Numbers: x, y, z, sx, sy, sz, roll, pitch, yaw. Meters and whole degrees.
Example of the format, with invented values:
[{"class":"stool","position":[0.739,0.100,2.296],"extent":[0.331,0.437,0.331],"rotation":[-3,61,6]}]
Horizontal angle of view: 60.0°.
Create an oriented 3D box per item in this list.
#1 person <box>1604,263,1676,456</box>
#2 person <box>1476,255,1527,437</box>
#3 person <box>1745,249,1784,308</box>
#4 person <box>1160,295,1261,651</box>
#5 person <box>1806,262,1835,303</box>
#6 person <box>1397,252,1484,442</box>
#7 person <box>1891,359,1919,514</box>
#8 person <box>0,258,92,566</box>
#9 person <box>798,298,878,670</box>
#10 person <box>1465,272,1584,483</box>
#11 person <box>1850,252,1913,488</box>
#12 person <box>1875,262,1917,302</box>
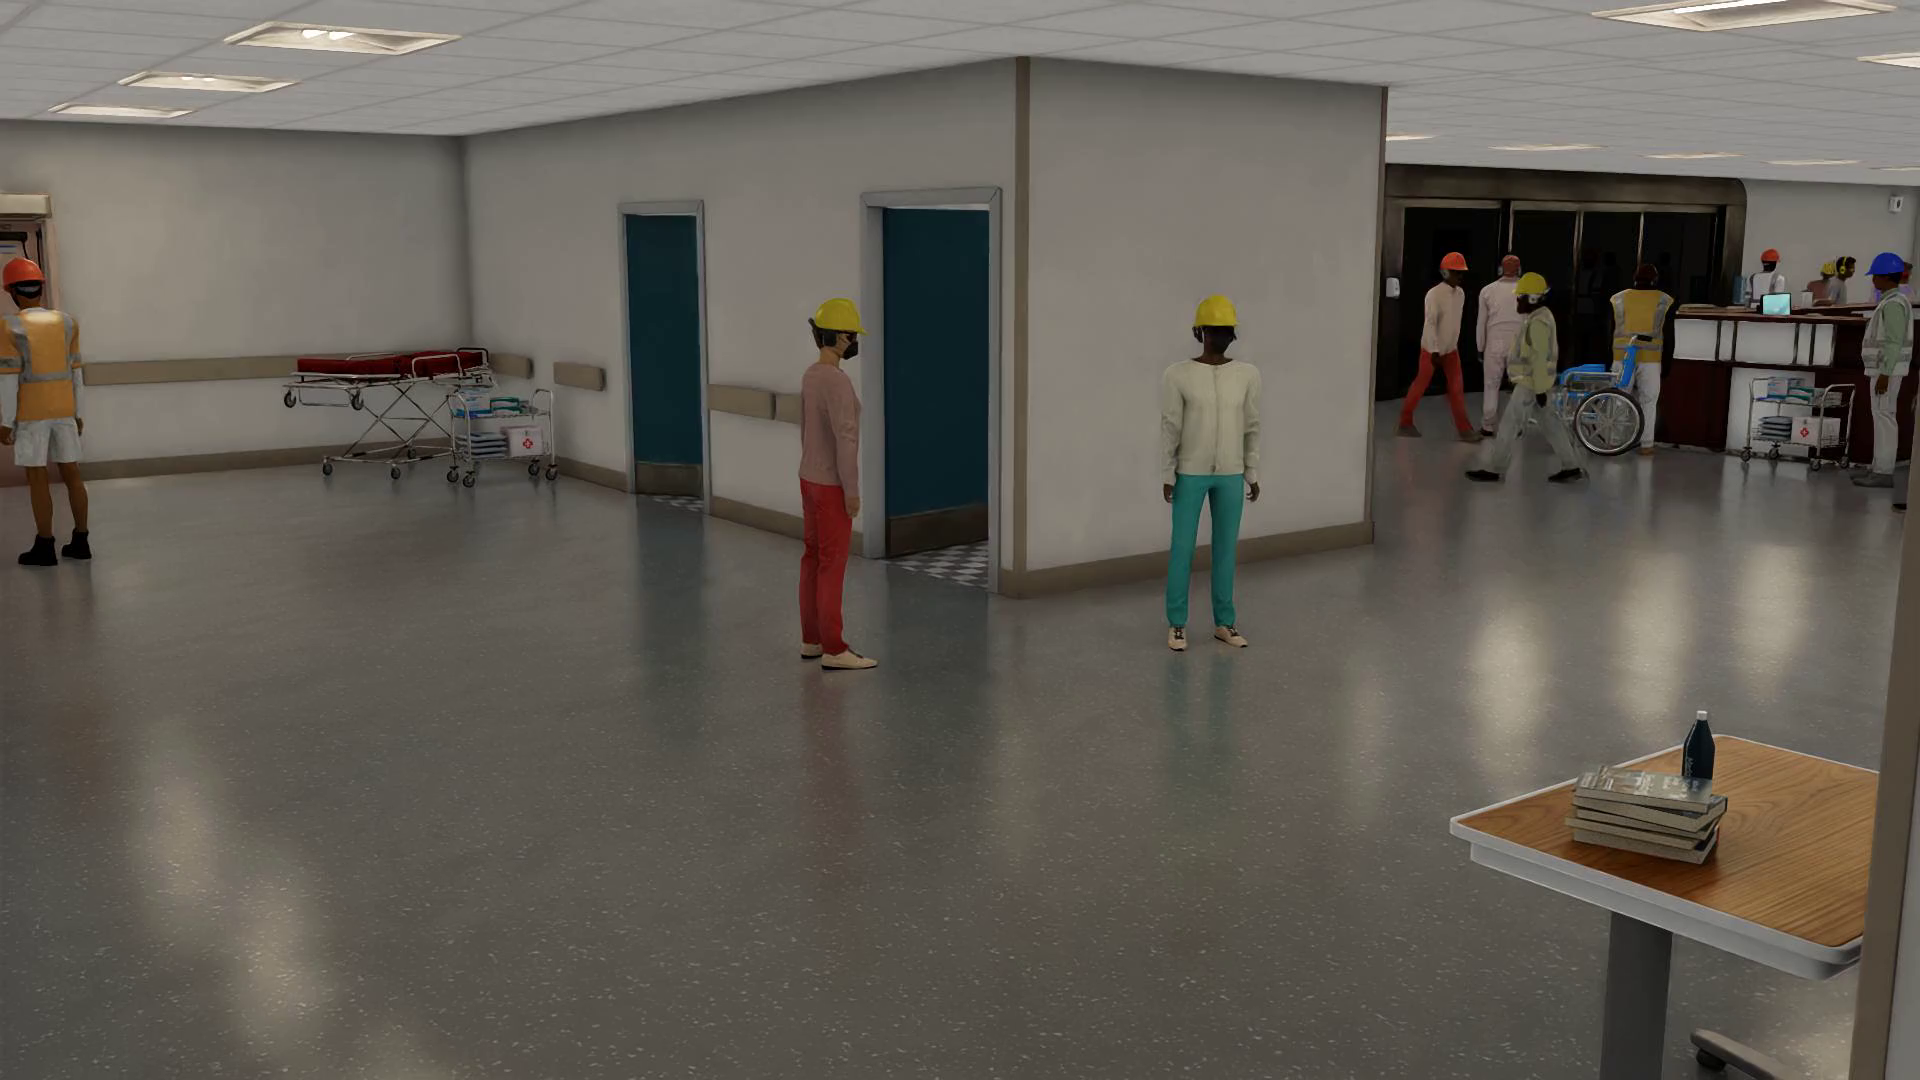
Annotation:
[{"class":"person","position":[6.493,-1.719,15.910],"extent":[0.630,1.835,0.429],"rotation":[5,11,26]},{"class":"person","position":[5.751,-2.036,17.488],"extent":[0.644,1.900,0.399],"rotation":[2,10,11]},{"class":"person","position":[11.606,-3.216,23.991],"extent":[0.375,1.939,0.546],"rotation":[-7,12,-35]},{"class":"person","position":[1.250,-0.328,8.291],"extent":[0.525,1.769,0.315],"rotation":[-2,10,-12]},{"class":"person","position":[13.999,-3.652,27.044],"extent":[0.568,1.727,0.691],"rotation":[7,12,35]},{"class":"person","position":[4.917,-1.972,17.041],"extent":[0.630,1.933,1.045],"rotation":[-7,12,-34]},{"class":"person","position":[7.234,-1.099,12.108],"extent":[0.620,1.945,0.672],"rotation":[-7,12,-35]},{"class":"person","position":[-5.800,-0.800,10.480],"extent":[0.374,1.928,0.542],"rotation":[6,12,29]},{"class":"person","position":[-0.602,-0.267,7.960],"extent":[0.329,1.765,0.525],"rotation":[-4,11,-23]},{"class":"person","position":[4.834,-1.352,14.000],"extent":[0.941,1.788,0.601],"rotation":[4,11,23]},{"class":"person","position":[7.678,-1.408,13.834],"extent":[0.398,1.943,0.616],"rotation":[5,11,27]},{"class":"person","position":[11.452,-2.514,20.450],"extent":[0.955,1.803,0.583],"rotation":[-2,10,-10]}]
